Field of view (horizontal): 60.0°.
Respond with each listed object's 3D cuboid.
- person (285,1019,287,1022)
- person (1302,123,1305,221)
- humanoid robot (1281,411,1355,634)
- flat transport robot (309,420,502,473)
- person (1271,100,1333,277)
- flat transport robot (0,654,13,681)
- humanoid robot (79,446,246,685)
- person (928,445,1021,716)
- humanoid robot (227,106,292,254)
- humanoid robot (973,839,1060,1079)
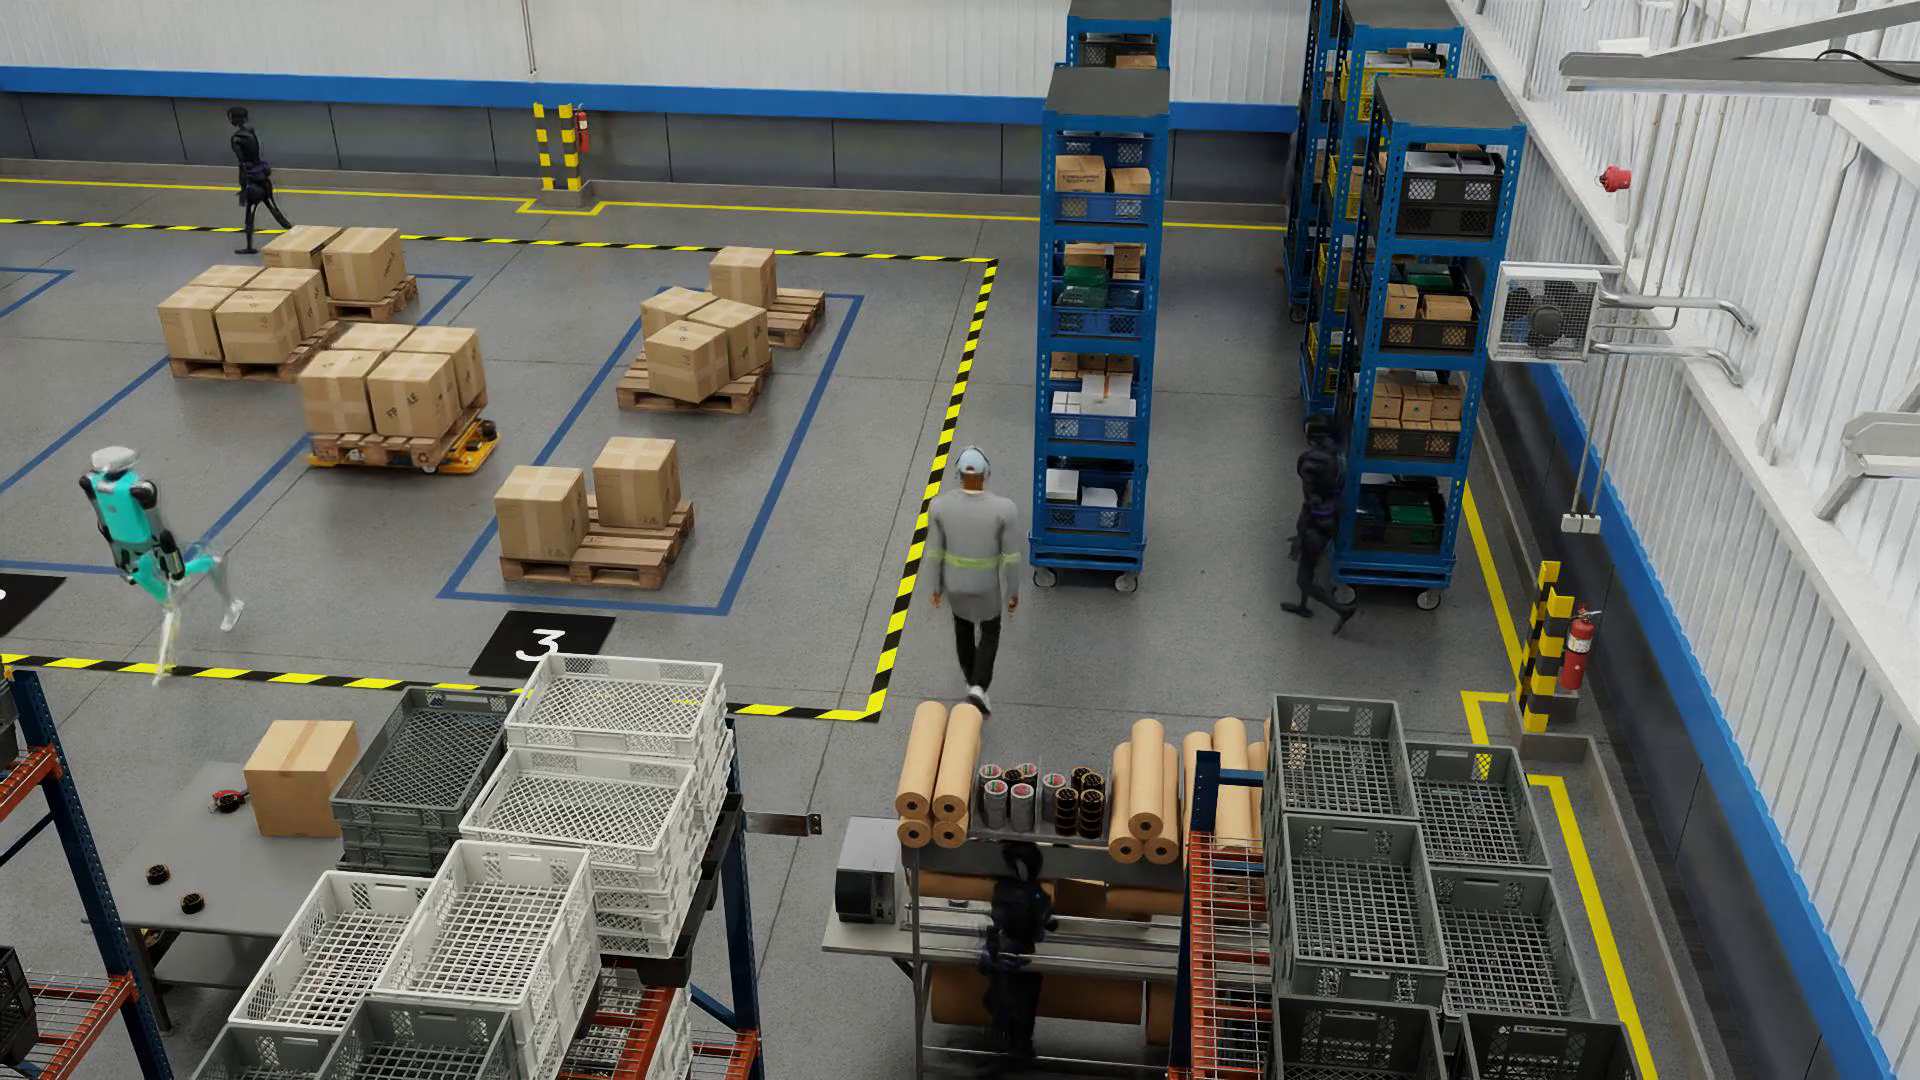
[{"bbox_3d":[-2.414,2.547,6.752,0.429,1.835,0.623,8,31,14],"label":"person"},{"bbox_3d":[3.650,-3.769,17.460,0.368,1.966,0.605,8,31,14],"label":"person"},{"bbox_3d":[2.552,-0.125,11.494,0.582,1.633,0.616,17,34,26],"label":"humanoid robot"},{"bbox_3d":[-4.689,-0.828,14.069,1.431,0.197,0.652,3,30,6],"label":"flat transport robot"},{"bbox_3d":[3.600,-3.682,17.359,0.644,1.930,0.408,-24,38,-35],"label":"person"},{"bbox_3d":[-7.142,0.969,11.010,1.431,0.231,0.659,3,30,6],"label":"flat transport robot"},{"bbox_3d":[-5.274,0.053,11.197,0.530,1.785,1.053,9,31,15],"label":"humanoid robot"},{"bbox_3d":[0.081,0.279,10.658,0.600,1.820,0.691,5,31,8],"label":"person"},{"bbox_3d":[-7.610,-3.895,18.014,0.783,1.628,0.590,-2,30,-3],"label":"humanoid robot"},{"bbox_3d":[0.287,2.018,7.807,0.349,1.653,0.587,17,34,26],"label":"humanoid robot"}]
